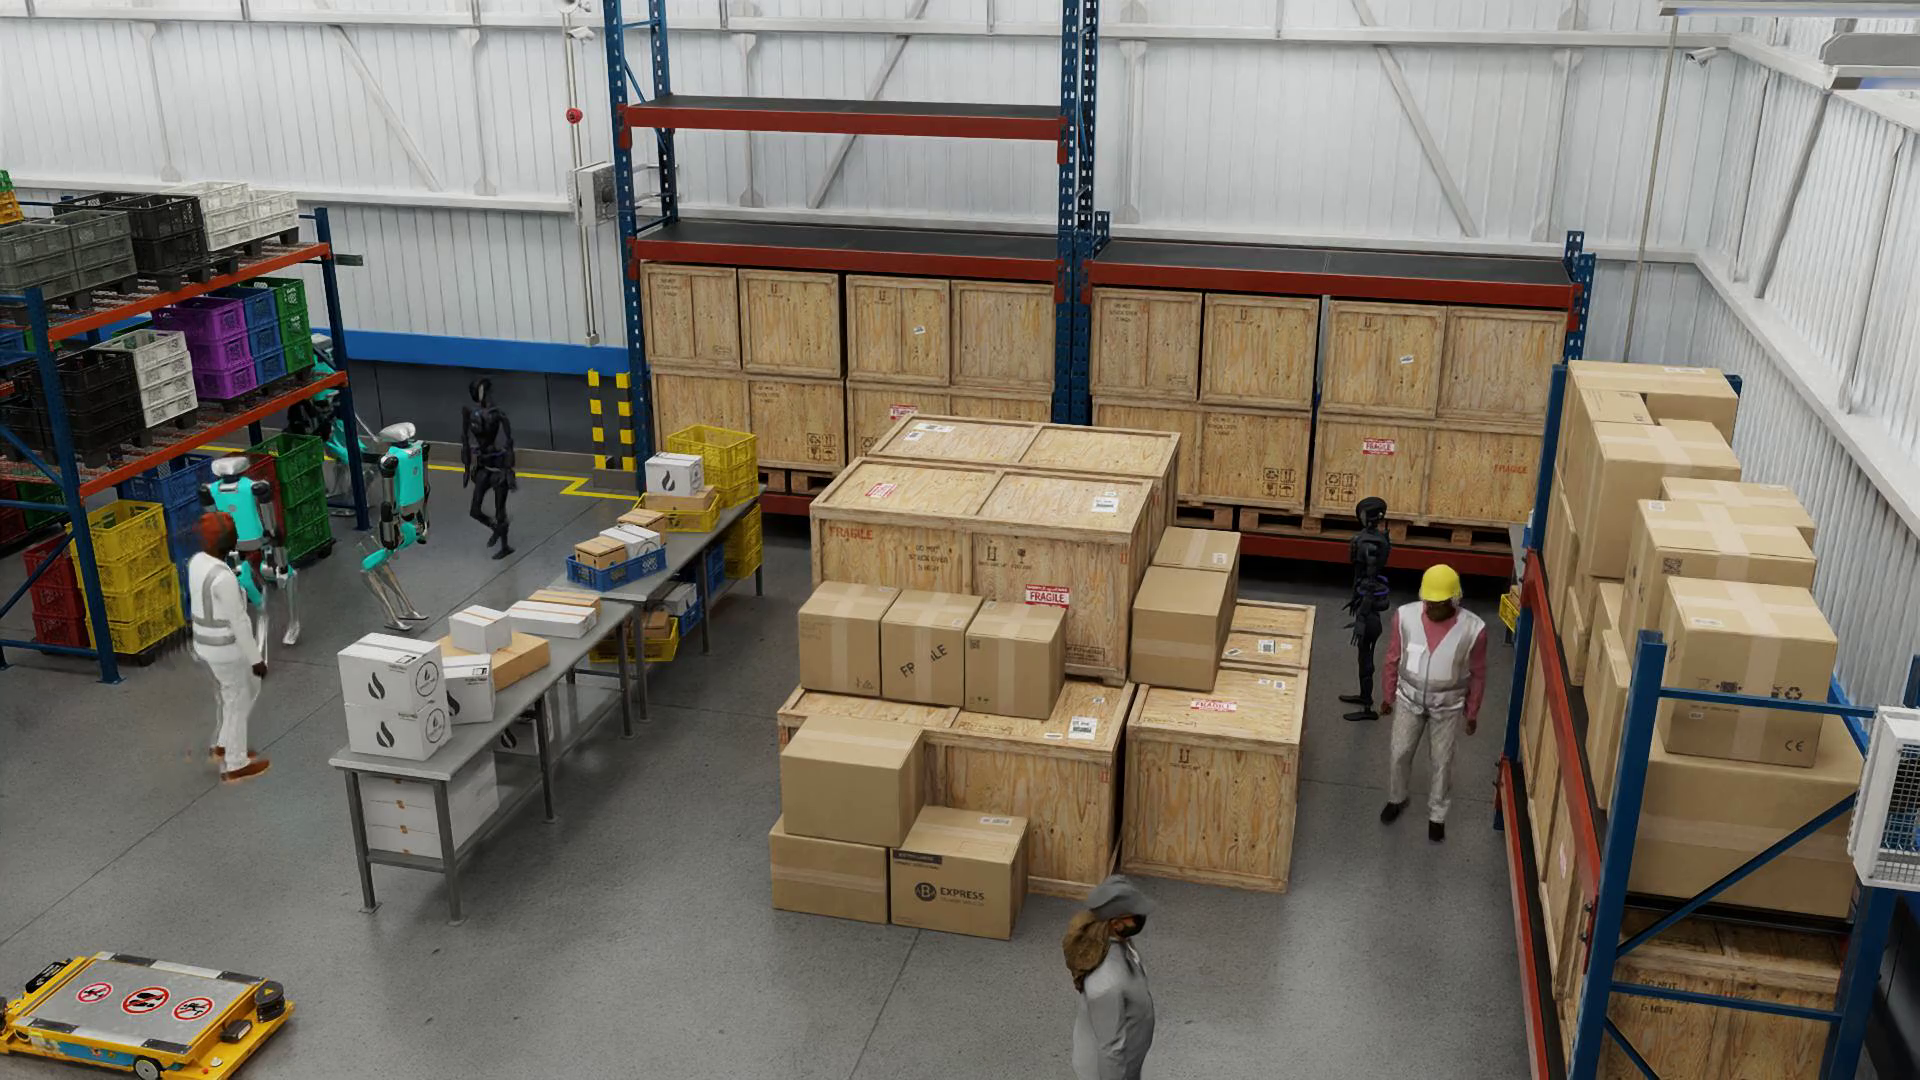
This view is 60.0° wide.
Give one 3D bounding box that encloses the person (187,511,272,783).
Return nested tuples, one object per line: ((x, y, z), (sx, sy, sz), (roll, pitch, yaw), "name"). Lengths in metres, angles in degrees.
((-4.811, 0.708, 10.955), (0.423, 1.866, 0.608), (-16, 26, -36), "person")

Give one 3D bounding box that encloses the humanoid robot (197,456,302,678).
((-5.332, 0.133, 12.711), (0.548, 1.771, 1.039), (-1, 21, -2), "humanoid robot")

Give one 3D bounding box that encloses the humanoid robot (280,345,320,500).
((-6.421, -1.177, 16.154), (0.366, 1.655, 0.614), (-1, 21, -3), "humanoid robot")

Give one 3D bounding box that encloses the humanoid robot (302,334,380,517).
((-5.785, -1.059, 15.685), (0.671, 1.761, 0.550), (7, 22, 17), "humanoid robot")

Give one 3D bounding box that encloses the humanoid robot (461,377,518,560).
((-4.142, -0.638, 14.747), (0.599, 1.650, 0.363), (9, 23, 22), "humanoid robot")

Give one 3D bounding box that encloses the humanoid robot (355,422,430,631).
((-4.537, -0.124, 13.167), (0.737, 1.694, 0.530), (7, 22, 18), "humanoid robot")

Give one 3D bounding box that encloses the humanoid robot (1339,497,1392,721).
((2.877, 0.478, 11.807), (0.315, 1.653, 0.599), (3, 21, 9), "humanoid robot")

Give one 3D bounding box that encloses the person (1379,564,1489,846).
((2.917, 0.993, 10.276), (0.621, 1.821, 0.438), (11, 24, 27), "person")

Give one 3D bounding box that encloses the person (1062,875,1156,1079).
((0.624, 2.223, 7.127), (0.400, 1.769, 0.562), (1, 21, 4), "person")

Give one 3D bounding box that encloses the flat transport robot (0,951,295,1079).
((-4.270, 2.464, 8.601), (1.431, 0.231, 0.659), (5, 22, 13), "flat transport robot")

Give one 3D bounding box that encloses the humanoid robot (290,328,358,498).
((-6.150, -1.154, 16.171), (0.759, 1.898, 0.568), (-8, 22, -20), "humanoid robot")
